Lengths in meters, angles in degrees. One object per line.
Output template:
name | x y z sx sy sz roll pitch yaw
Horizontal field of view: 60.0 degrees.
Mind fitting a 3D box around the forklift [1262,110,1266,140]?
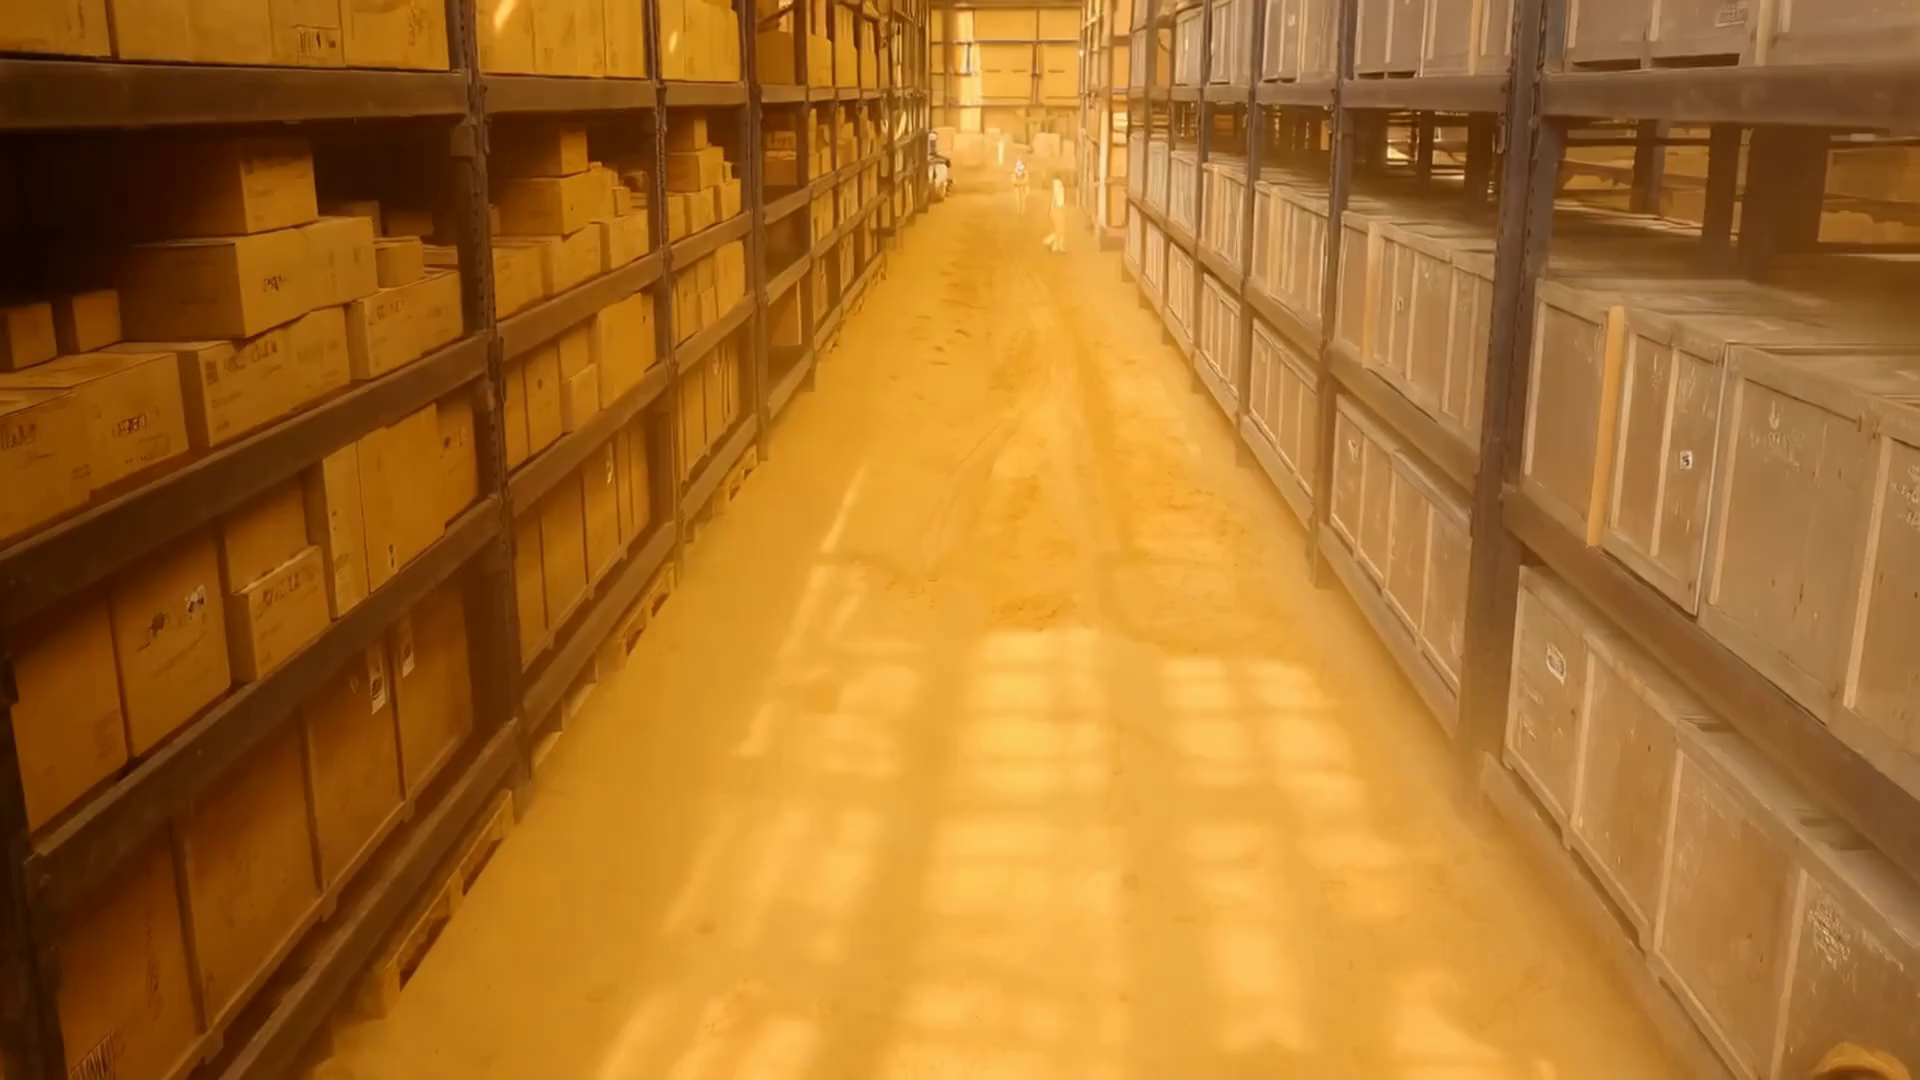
forklift | 11.736 -15.519 65.532 1.873 2.768 1.129 0 15 2

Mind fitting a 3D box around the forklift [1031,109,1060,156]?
forklift | 3.487 -16.921 70.751 1.129 2.768 1.873 13 20 40

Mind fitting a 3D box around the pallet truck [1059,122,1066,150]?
pallet truck | 5.788 -21.111 88.014 1.885 1.965 0.823 5 16 18

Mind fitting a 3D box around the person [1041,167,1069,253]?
person | 2.152 -7.292 36.815 0.497 1.892 0.598 4 16 15

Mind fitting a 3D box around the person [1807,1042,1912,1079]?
person | 1.750 1.813 3.434 0.527 1.628 0.323 14 20 42

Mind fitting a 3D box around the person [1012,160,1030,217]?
person | 1.759 -10.122 47.865 0.513 1.606 0.805 2 15 6
